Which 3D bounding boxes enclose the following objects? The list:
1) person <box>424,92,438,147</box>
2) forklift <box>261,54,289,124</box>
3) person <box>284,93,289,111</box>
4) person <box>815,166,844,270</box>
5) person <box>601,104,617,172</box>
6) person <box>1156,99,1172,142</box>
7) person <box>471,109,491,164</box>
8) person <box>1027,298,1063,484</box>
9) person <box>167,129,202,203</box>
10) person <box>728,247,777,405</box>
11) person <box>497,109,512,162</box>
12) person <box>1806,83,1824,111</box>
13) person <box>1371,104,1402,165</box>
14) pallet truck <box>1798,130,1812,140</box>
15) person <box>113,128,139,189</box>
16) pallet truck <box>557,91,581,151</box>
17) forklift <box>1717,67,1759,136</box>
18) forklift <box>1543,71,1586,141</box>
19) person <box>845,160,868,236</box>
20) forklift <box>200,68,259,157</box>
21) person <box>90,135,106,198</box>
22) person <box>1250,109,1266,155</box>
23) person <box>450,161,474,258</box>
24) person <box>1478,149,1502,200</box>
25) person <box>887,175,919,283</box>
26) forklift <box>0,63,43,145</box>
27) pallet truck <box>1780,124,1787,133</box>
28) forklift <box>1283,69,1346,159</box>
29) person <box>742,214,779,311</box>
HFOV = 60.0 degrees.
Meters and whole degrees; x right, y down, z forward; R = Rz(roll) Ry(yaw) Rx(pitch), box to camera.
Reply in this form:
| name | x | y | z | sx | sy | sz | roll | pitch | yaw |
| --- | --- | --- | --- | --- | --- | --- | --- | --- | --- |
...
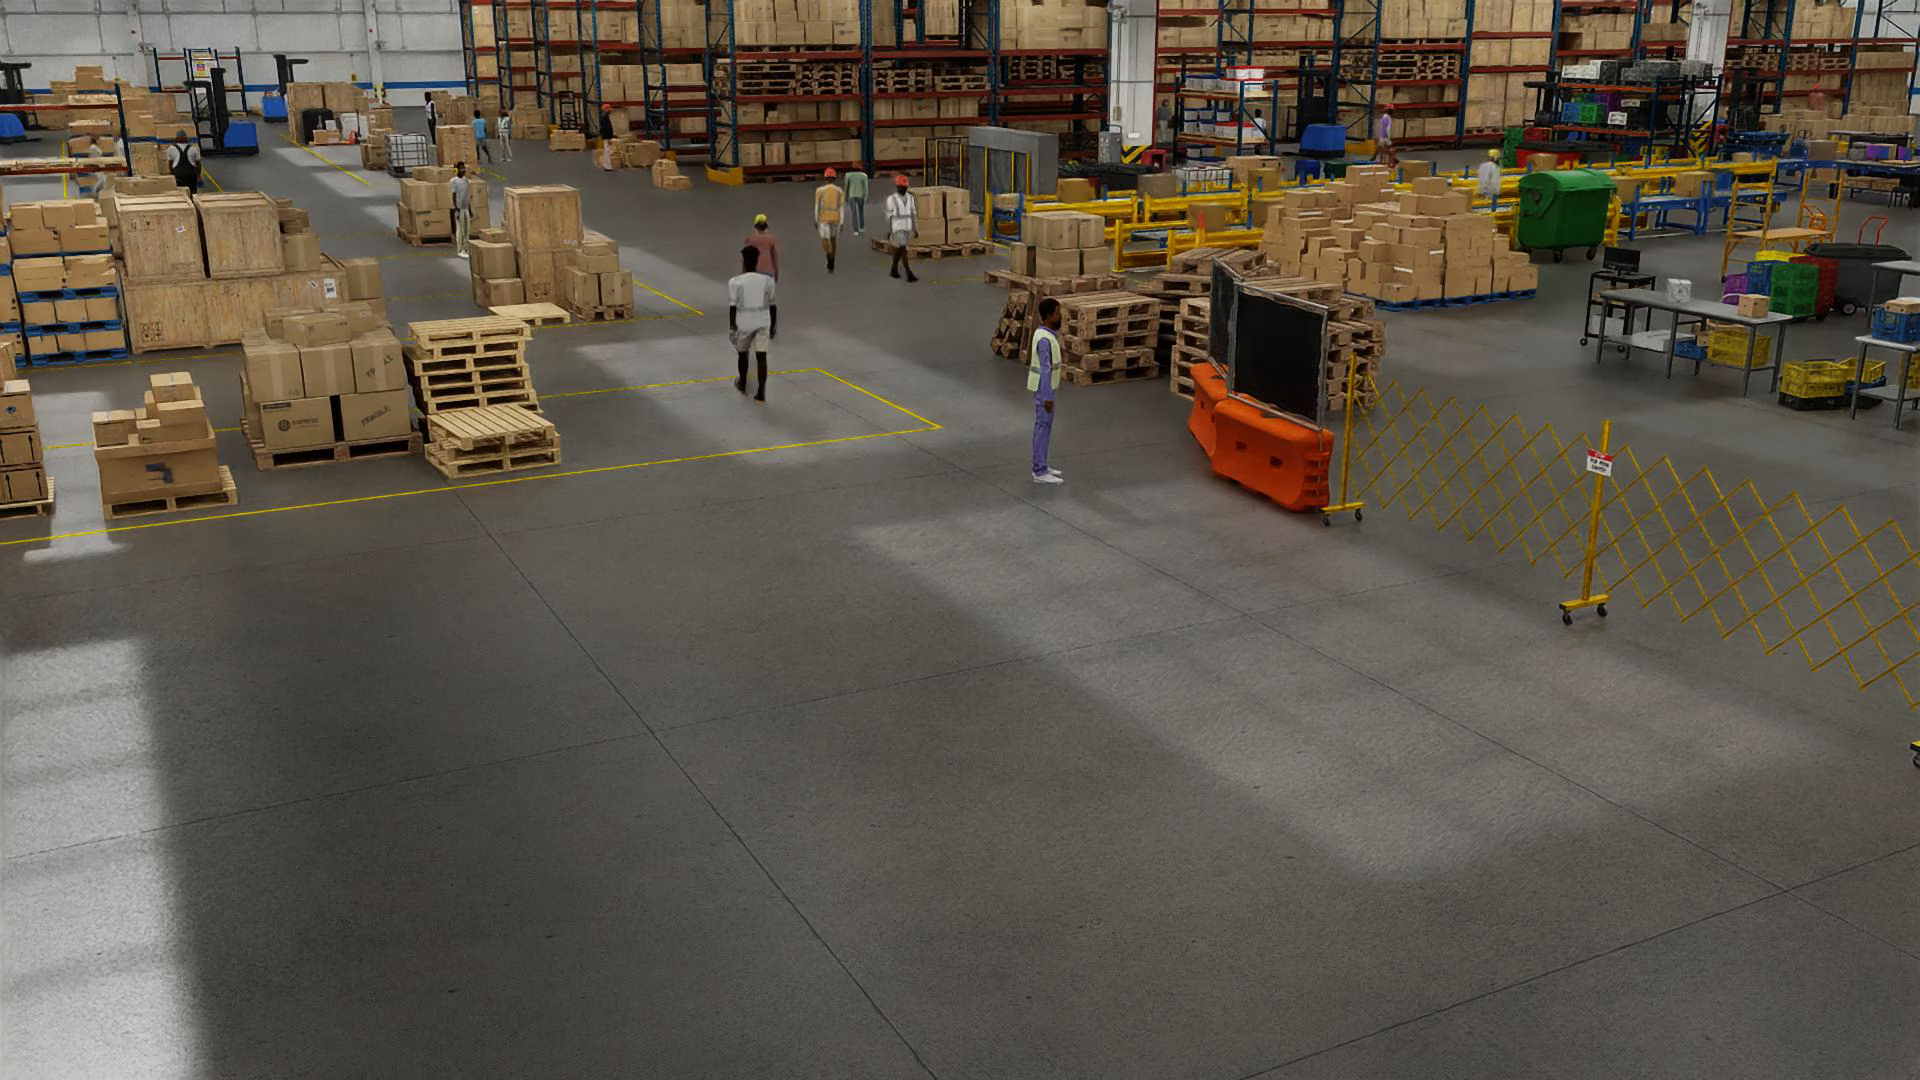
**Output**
| name | x | y | z | sx | sy | sz | roll | pitch | yaw |
| --- | --- | --- | --- | --- | --- | --- | --- | --- | --- |
| person | -18.591 | -14.798 | 58.536 | 0.391 | 1.912 | 0.589 | -12 | 21 | -32 |
| forklift | -28.620 | -19.103 | 70.388 | 1.873 | 2.768 | 1.129 | -9 | 20 | -26 |
| person | -25.502 | -16.431 | 63.588 | 0.376 | 1.933 | 0.544 | 13 | 22 | 35 |
| person | -2.423 | -6.000 | 31.096 | 0.553 | 1.918 | 0.664 | -5 | 19 | -16 |
| person | -10.523 | -12.006 | 49.691 | 0.379 | 1.996 | 0.611 | -7 | 19 | -21 |
| person | 7.392 | -15.131 | 60.091 | 0.514 | 1.573 | 0.867 | -6 | 19 | -19 |
| person | -15.083 | -12.677 | 52.269 | 0.544 | 1.684 | 0.546 | 16 | 24 | 41 |
| person | 0.887 | -1.549 | 17.209 | 0.390 | 1.922 | 0.591 | 0 | 18 | 1 |
| person | -18.206 | -8.637 | 39.113 | 0.710 | 2.000 | 0.545 | -9 | 20 | -25 |
| person | -2.615 | -2.702 | 20.787 | 0.634 | 1.921 | 0.971 | -6 | 19 | -18 |
| person | -14.546 | -12.919 | 53.111 | 0.524 | 1.639 | 0.306 | 9 | 20 | 25 |
| person | 32.746 | -16.495 | 63.717 | 0.746 | 1.978 | 0.626 | -9 | 20 | -25 |
| person | 13.294 | -12.598 | 51.733 | 1.017 | 1.880 | 0.559 | 8 | 19 | 23 |
| pallet truck | 25.526 | -11.556 | 49.408 | 1.630 | 1.274 | 0.653 | -9 | 20 | -26 |
| person | -20.873 | -9.330 | 41.516 | 0.983 | 1.904 | 0.645 | -10 | 21 | -29 |
| pallet truck | -13.495 | -14.412 | 57.188 | 0.823 | 1.965 | 1.885 | -3 | 18 | -9 |
| forklift | 26.296 | -14.510 | 56.071 | 1.129 | 2.768 | 1.873 | -9 | 20 | -26 |
| forklift | 18.685 | -13.231 | 52.085 | 1.873 | 2.768 | 1.129 | -9 | 20 | -26 |
| person | -2.242 | -7.424 | 36.061 | 0.503 | 1.588 | 0.830 | -1 | 18 | -5 |
| forklift | -24.369 | -14.147 | 54.940 | 1.873 | 2.768 | 1.129 | -9 | 20 | -26 |
| person | -22.058 | -9.546 | 42.600 | 0.365 | 1.626 | 0.533 | -4 | 18 | -12 |
| person | 9.385 | -12.780 | 52.652 | 0.544 | 1.644 | 0.863 | -4 | 18 | -12 |
| person | -9.793 | -6.522 | 32.796 | 0.328 | 1.872 | 0.514 | 6 | 19 | 18 |
| person | 11.535 | -7.589 | 36.215 | 0.416 | 1.821 | 0.609 | -7 | 19 | -21 |
| person | -1.039 | -5.629 | 29.993 | 0.558 | 1.890 | 0.977 | -12 | 22 | -34 |
| forklift | -34.234 | -15.639 | 59.592 | 1.129 | 2.768 | 1.873 | 3 | 18 | 9 |
| pallet truck | 25.206 | -12.542 | 52.601 | 1.601 | 1.201 | 0.680 | 0 | 18 | -2 |
| forklift | 11.615 | -13.871 | 54.079 | 1.129 | 2.768 | 1.873 | -9 | 20 | -27 |
| person | -3.061 | -4.145 | 25.638 | 0.539 | 1.716 | 0.926 | -7 | 19 | -22 |
